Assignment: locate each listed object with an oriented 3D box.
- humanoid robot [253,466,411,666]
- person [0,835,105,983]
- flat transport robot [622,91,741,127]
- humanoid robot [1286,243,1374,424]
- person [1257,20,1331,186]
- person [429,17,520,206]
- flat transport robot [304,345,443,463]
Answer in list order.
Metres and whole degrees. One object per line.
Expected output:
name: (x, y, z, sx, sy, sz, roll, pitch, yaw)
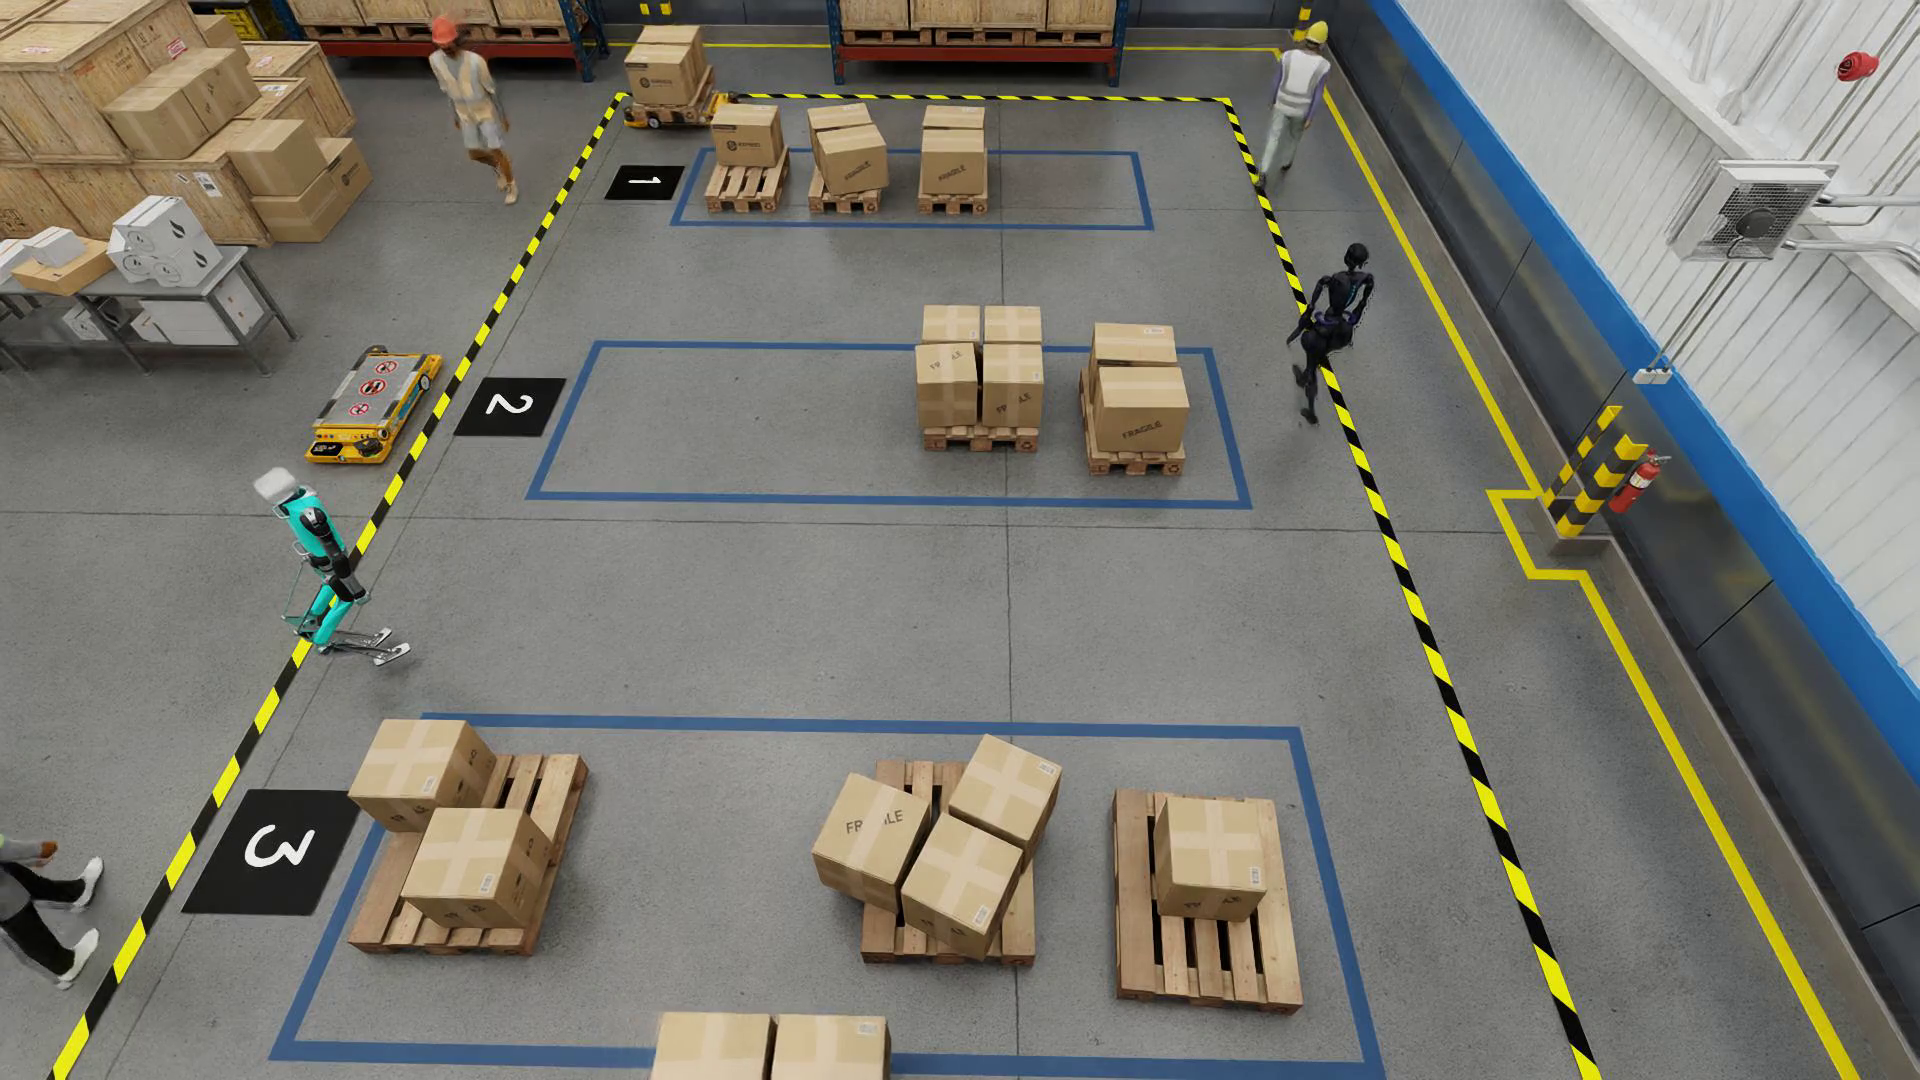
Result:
humanoid robot: (-4.295, 0.302, 6.059, 0.533, 1.681, 0.735, 33, 57, 25)
person: (-5.241, 1.716, 4.899, 0.595, 1.821, 0.844, -3, 50, -3)
flat transport robot: (-3.706, -5.755, 12.219, 1.431, 0.197, 0.652, 1, 50, 1)
humanoid robot: (3.217, -1.841, 8.039, 0.584, 1.635, 0.792, -7, 50, -6)
person: (3.856, -5.027, 10.619, 0.591, 1.800, 0.852, 22, 53, 18)
person: (-5.386, -4.741, 10.221, 0.622, 2.032, 0.468, 1, 50, 1)
flat transport robot: (-5.383, -1.269, 8.441, 0.659, 0.231, 1.431, 1, 50, 1)
